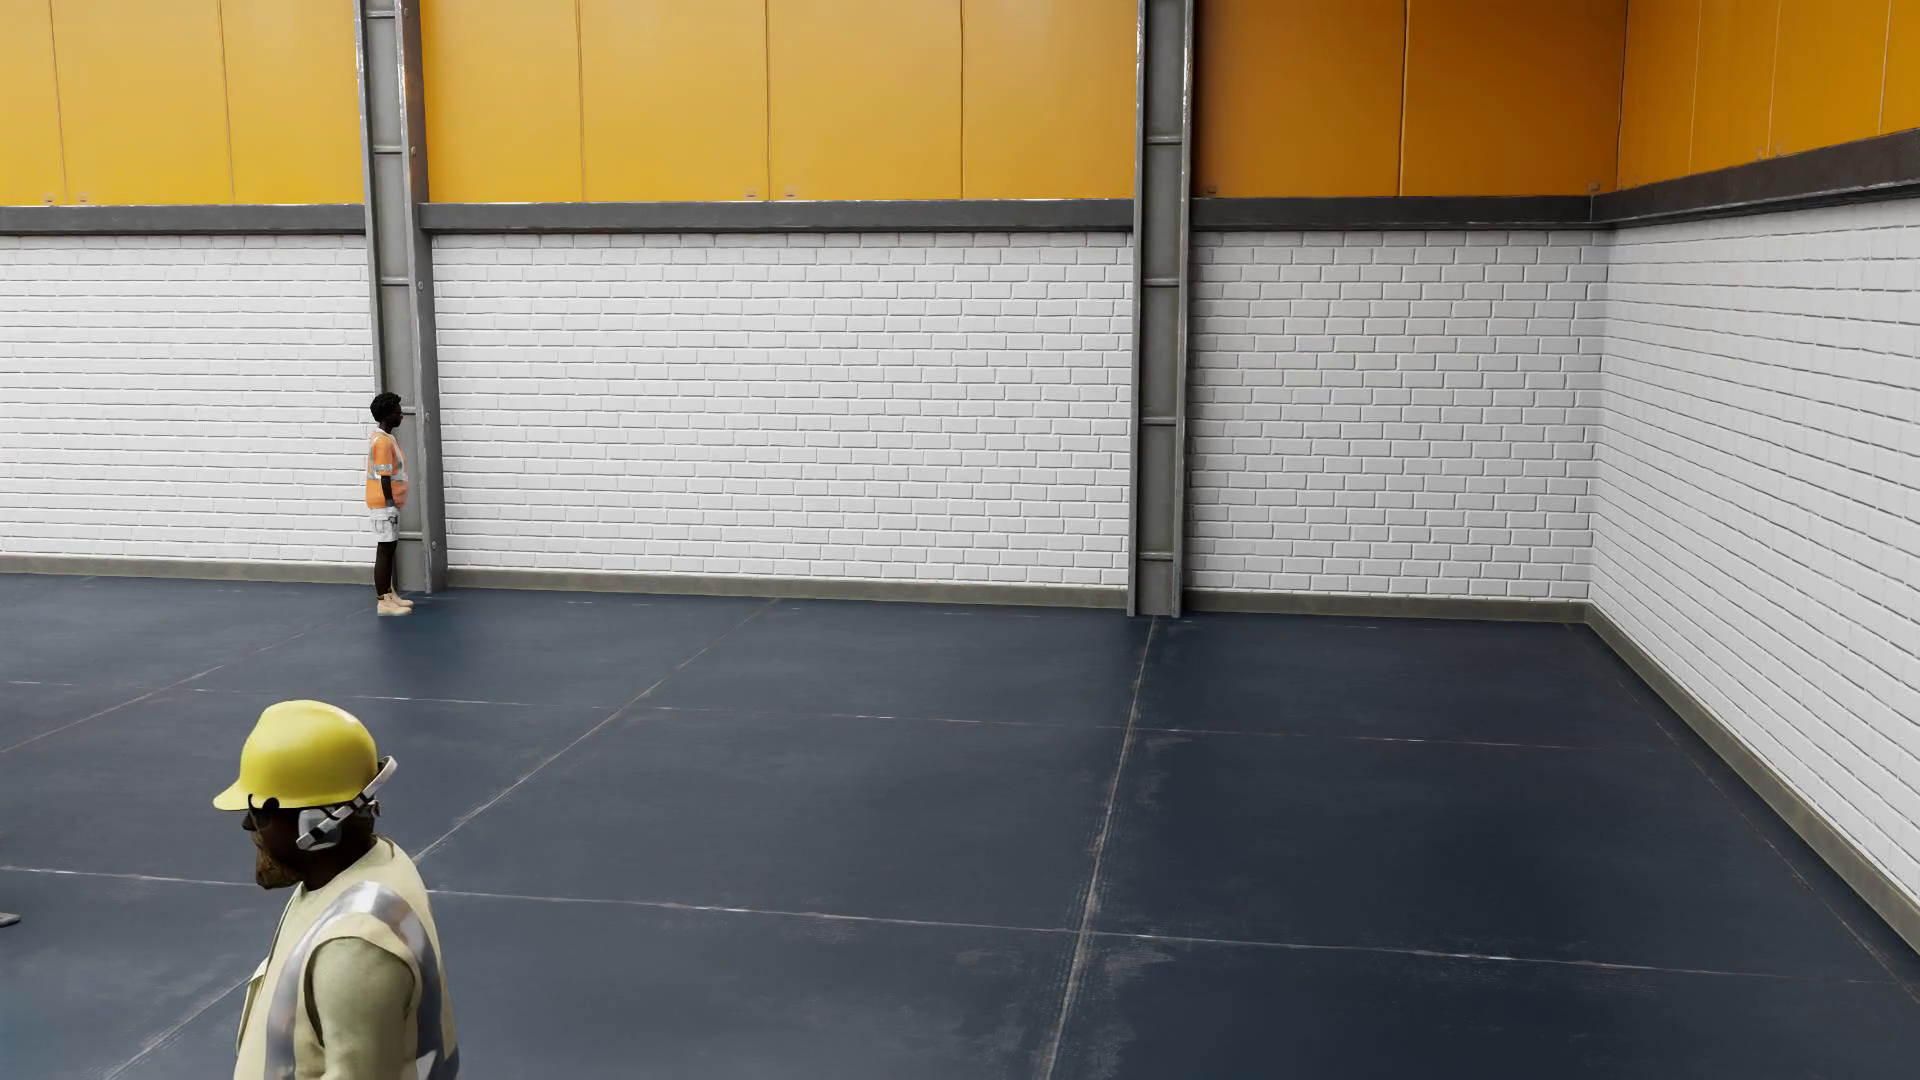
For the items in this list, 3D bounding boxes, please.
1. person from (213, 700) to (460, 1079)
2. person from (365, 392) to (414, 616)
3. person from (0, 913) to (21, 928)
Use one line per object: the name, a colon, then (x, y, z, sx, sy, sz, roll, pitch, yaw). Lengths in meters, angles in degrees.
person: (-1.156, 1.195, 3.161, 0.403, 1.825, 0.592, -4, 10, -21)
person: (-4.335, -0.272, 12.606, 0.320, 1.694, 0.532, -2, 10, -15)
person: (-4.004, 0.672, 6.567, 0.522, 1.764, 0.318, 9, 13, 42)
